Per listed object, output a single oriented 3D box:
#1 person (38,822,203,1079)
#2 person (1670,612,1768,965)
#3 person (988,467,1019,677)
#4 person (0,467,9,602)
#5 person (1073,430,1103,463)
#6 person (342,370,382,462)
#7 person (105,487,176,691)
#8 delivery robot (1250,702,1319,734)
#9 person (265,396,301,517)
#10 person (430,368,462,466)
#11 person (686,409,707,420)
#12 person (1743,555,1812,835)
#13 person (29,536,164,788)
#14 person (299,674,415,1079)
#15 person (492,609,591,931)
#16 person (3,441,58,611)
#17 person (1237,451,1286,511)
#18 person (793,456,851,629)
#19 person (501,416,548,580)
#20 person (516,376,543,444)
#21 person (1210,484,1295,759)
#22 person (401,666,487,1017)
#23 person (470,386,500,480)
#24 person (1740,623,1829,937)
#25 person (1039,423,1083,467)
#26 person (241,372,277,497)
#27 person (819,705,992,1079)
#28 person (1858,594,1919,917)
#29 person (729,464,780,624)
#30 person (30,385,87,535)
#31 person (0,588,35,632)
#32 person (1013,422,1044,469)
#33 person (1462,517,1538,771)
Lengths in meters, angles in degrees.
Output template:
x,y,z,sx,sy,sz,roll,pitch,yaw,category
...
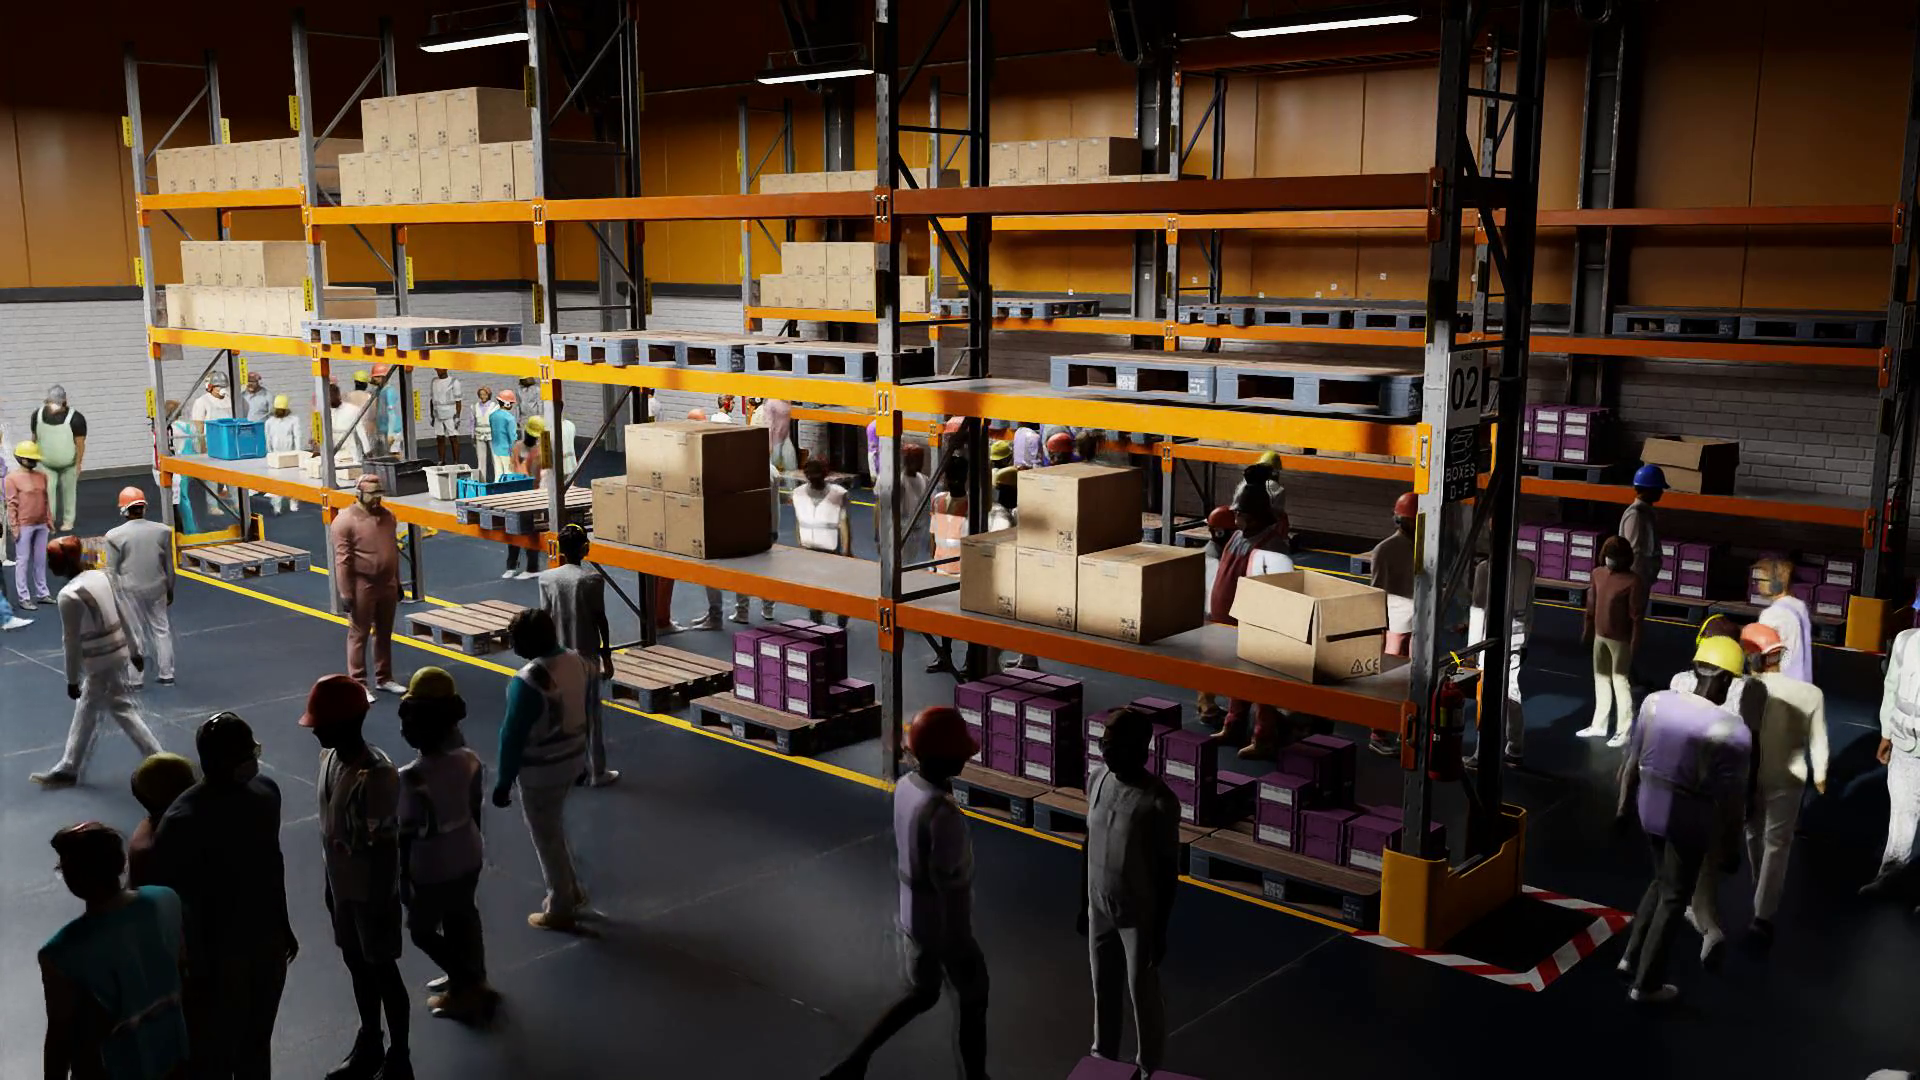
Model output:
x,y,z,sx,sy,sz,roll,pitch,yaw,category
-2.908,1.864,5.869,0.969,1.797,0.577,3,10,15,person
4.012,1.310,8.880,0.518,1.840,0.865,1,10,6,person
0.366,0.325,14.241,0.425,1.906,0.619,-1,10,-5,person
-10.044,-0.170,16.955,0.617,1.940,1.040,-8,13,-39,person
1.316,-0.153,16.881,0.434,1.923,0.642,-1,10,-6,person
-9.163,-1.654,25.449,0.635,1.903,0.482,-2,10,-12,person
-6.997,0.411,14.203,0.350,1.744,0.566,9,14,42,person
2.467,1.204,12.820,0.477,0.478,0.707,-5,11,-27,delivery robot
-9.517,-1.181,23.415,0.486,1.673,0.953,-3,10,-17,person
-8.538,-2.063,27.567,0.603,1.966,0.368,3,11,18,person
-3.296,-0.778,20.899,0.341,1.752,0.563,2,10,14,person
5.231,1.005,10.646,0.505,1.827,0.412,-8,13,-40,person
-5.965,0.849,11.547,0.971,1.817,0.630,-1,10,-6,person
-2.681,1.527,7.372,0.544,1.930,0.388,9,13,42,person
-2.302,1.270,9.166,0.484,1.816,0.623,2,10,14,person
-9.690,-0.158,17.369,0.315,1.766,0.523,3,10,16,person
2.991,-0.016,16.703,1.093,1.735,0.607,-7,12,-35,person
-1.299,0.074,15.918,0.572,1.815,0.792,2,10,13,person
-4.908,-0.470,18.844,0.665,1.869,0.416,6,12,31,person
-7.256,-2.023,28.005,0.492,1.731,0.324,3,10,15,person
2.118,0.593,12.338,0.536,2.000,0.672,-4,11,-24,person
-2.545,1.472,8.207,0.323,1.742,0.492,-4,11,-20,person
-7.292,-1.560,25.677,0.519,1.631,0.313,1,10,5,person
4.501,1.313,9.262,0.578,1.696,0.891,5,11,28,person
1.241,-0.834,20.406,0.539,2.000,0.689,-1,10,-8,person
-10.595,-1.588,25.083,0.646,1.900,0.400,2,10,12,person
-0.132,1.603,7.029,0.857,1.899,0.556,-5,11,-24,person
5.486,1.158,9.404,0.398,1.949,0.604,-5,11,-26,person
-2.124,-0.110,16.712,0.642,1.903,0.399,-6,12,-29,person
-11.821,-1.084,21.821,0.693,2.000,0.935,-3,11,-19,person
-9.519,0.012,16.049,0.893,1.887,0.593,0,10,3,person
0.844,-0.702,19.981,0.364,1.928,0.586,-5,11,-24,person
3.888,0.743,11.974,0.578,1.878,0.340,-6,12,-30,person
